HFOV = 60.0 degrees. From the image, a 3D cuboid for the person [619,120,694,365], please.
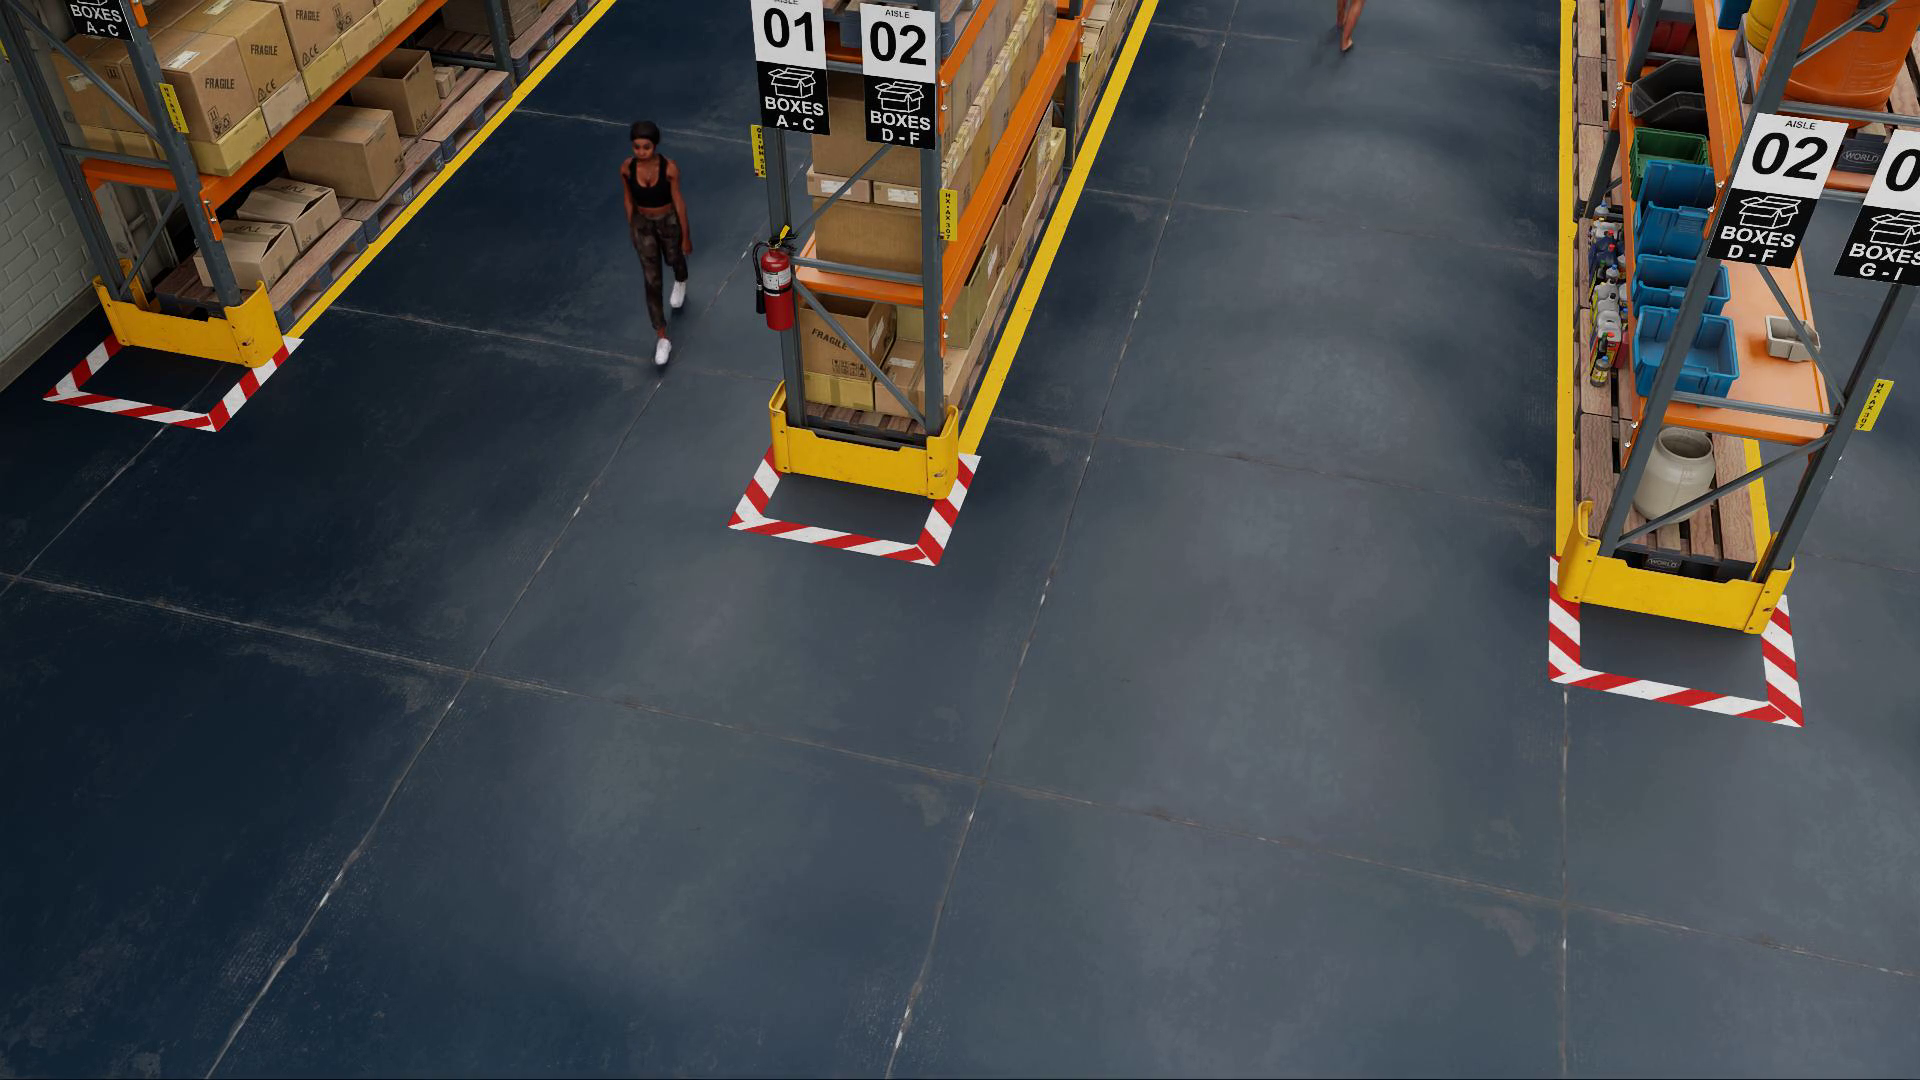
[{"bbox_3d":[-2.034,-2.139,11.324,0.811,1.650,1.231,2,43,2],"label":"person"}]
